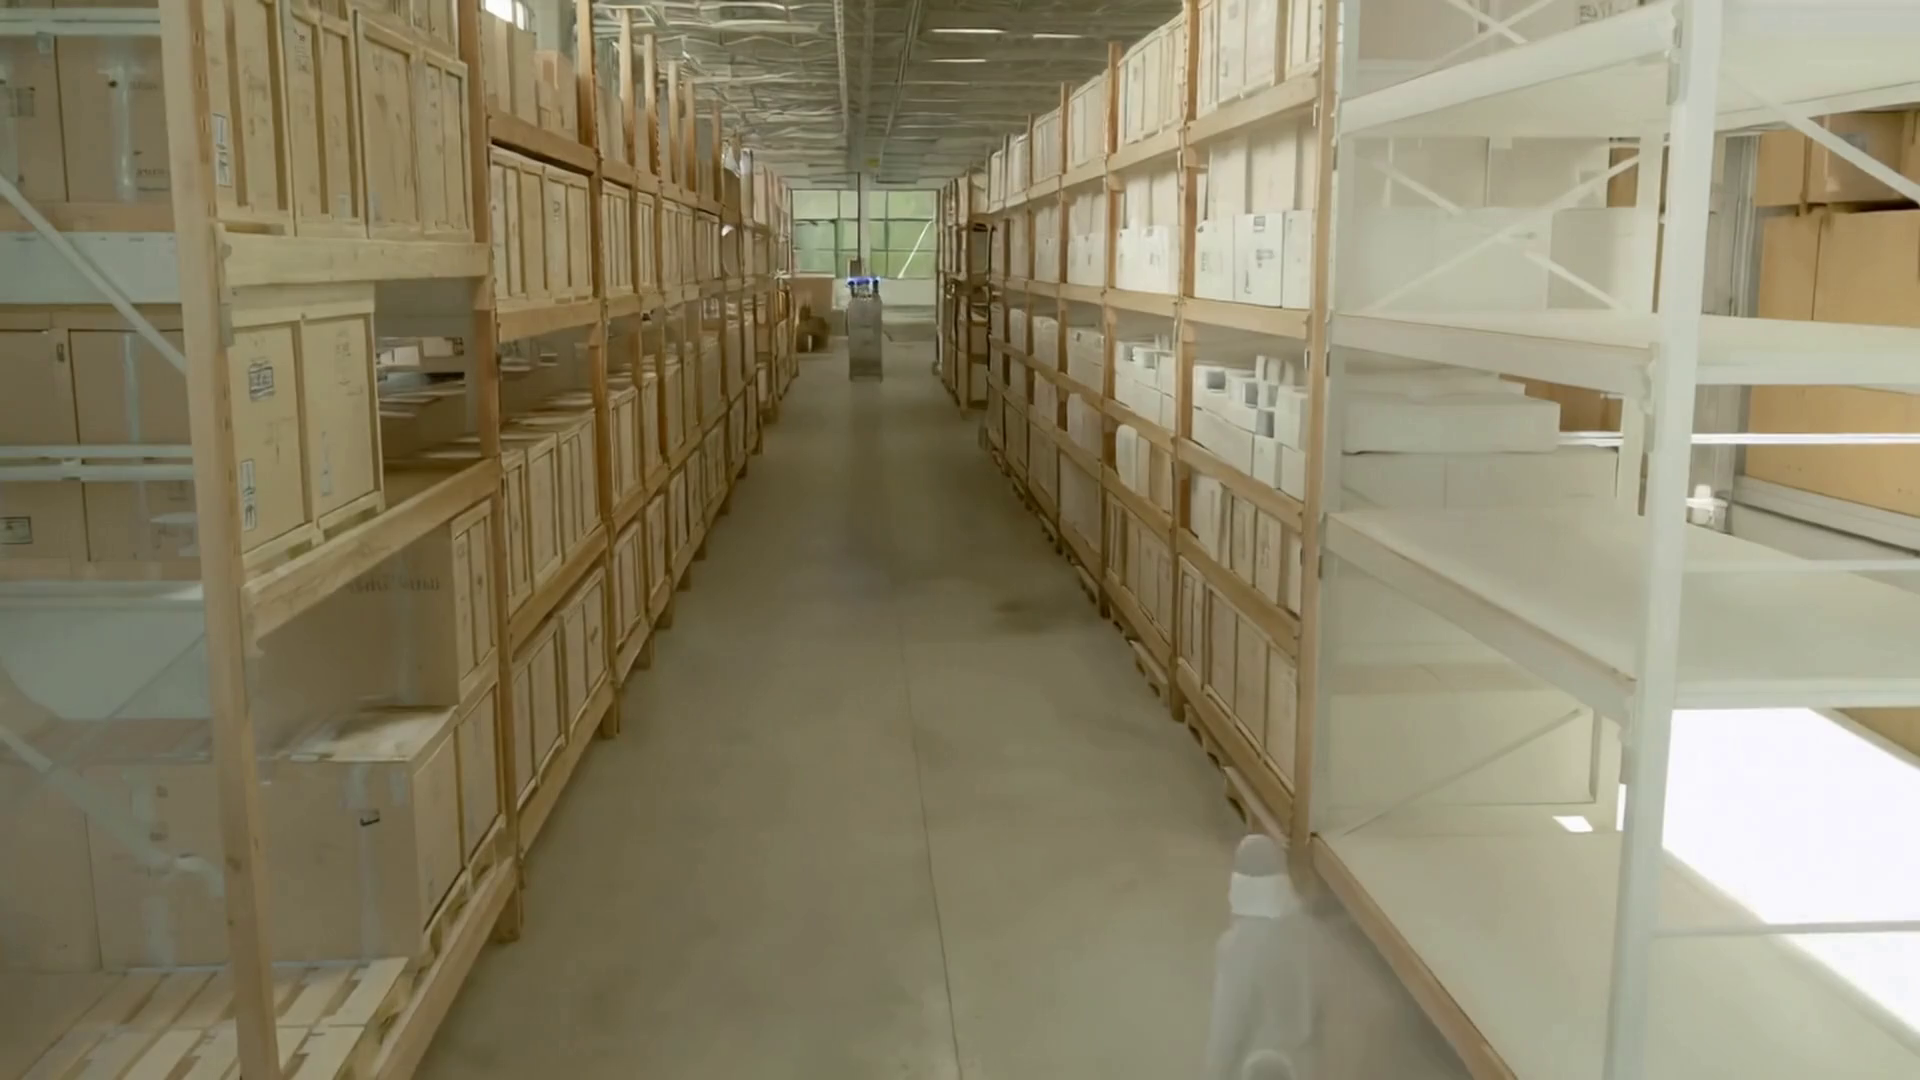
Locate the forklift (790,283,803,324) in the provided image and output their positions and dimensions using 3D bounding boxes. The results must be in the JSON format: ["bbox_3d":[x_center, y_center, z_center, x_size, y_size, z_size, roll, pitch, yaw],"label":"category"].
[{"bbox_3d":[-8.071,-11.012,80.244,1.129,2.768,1.873,-5,11,-30],"label":"forklift"}]

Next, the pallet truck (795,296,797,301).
[{"bbox_3d":[-8.622,-12.439,91.403,1.885,1.965,0.823,2,10,13],"label":"pallet truck"}]

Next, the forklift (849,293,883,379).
[{"bbox_3d":[-3.118,-6.744,54.754,1.129,2.768,1.873,-1,10,-3],"label":"forklift"}]

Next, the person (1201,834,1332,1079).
[{"bbox_3d":[1.175,1.967,6.282,0.722,1.695,0.490,-2,10,-15],"label":"person"}]
